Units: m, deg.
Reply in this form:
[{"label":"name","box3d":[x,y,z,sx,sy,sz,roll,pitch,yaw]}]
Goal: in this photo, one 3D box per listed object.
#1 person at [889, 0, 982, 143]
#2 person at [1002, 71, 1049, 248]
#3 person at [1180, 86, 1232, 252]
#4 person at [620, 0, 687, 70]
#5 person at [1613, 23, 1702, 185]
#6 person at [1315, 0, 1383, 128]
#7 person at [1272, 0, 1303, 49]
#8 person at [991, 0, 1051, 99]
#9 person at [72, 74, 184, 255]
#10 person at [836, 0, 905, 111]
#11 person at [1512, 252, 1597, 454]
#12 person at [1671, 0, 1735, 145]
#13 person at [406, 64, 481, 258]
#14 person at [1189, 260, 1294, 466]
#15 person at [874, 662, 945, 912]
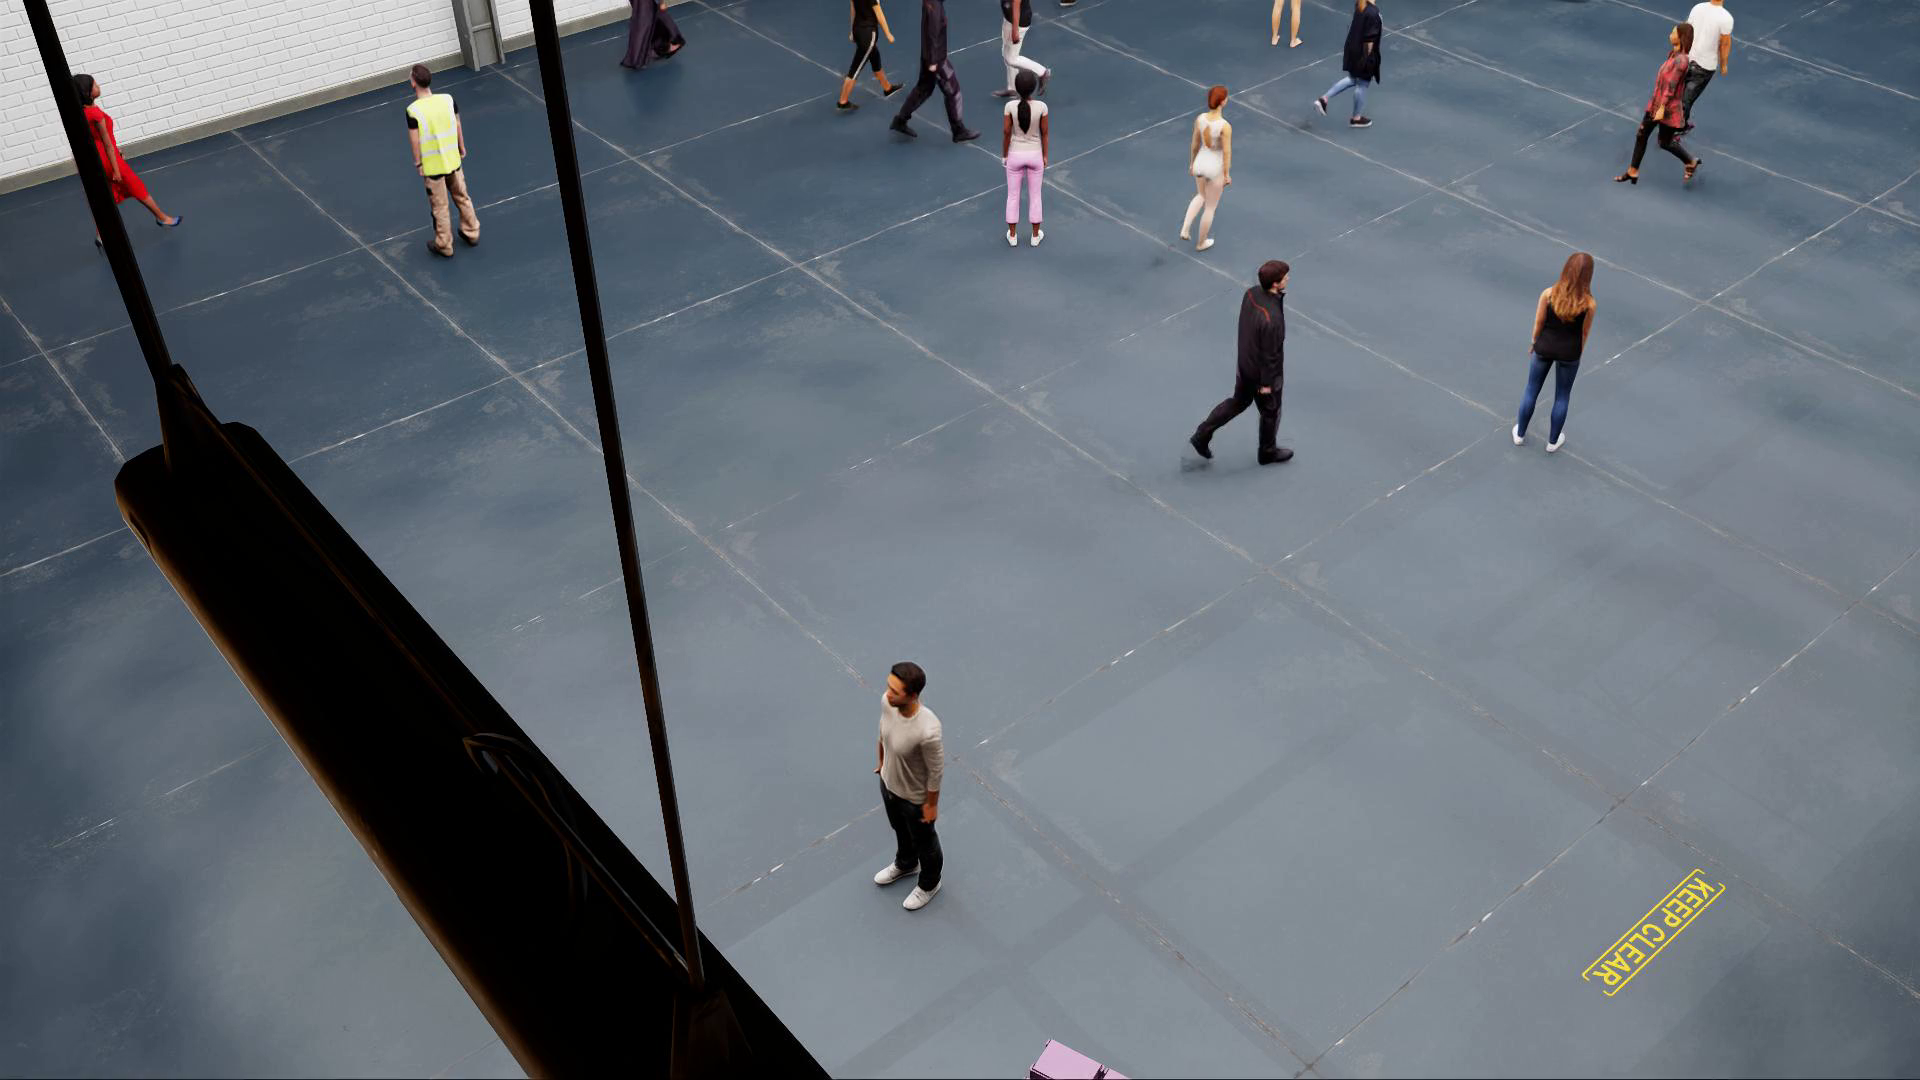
[{"label":"person","box3d":[-0.335,-5.044,17.410,1.299,1.875,1.034,-10,40,-12]},{"label":"person","box3d":[0.612,-3.605,15.715,0.648,1.743,0.720,1,39,1]},{"label":"person","box3d":[2.287,-3.444,15.600,0.607,1.635,0.559,-30,47,-32]},{"label":"person","box3d":[-3.695,-6.202,19.075,1.124,1.608,0.672,-24,44,-27]},{"label":"person","box3d":[7.148,-4.312,16.655,1.104,1.674,1.042,2,39,3]},{"label":"person","box3d":[4.196,-5.186,17.752,1.009,1.671,0.874,-6,39,-8]},{"label":"person","box3d":[3.903,-6.690,19.584,0.654,1.735,0.644,17,42,20]},{"label":"person","box3d":[0.680,-5.670,18.265,1.059,1.788,0.972,0,39,0]},{"label":"person","box3d":[-8.076,-3.493,15.608,0.716,1.700,1.122,28,46,30]},{"label":"person","box3d":[-1.107,-5.466,18.146,1.165,1.617,0.714,-20,43,-23]},{"label":"person","box3d":[4.684,-1.470,13.057,0.671,1.722,0.656,18,42,21]},{"label":"person","box3d":[7.649,-4.951,17.370,0.916,1.780,0.738,-19,42,-22]},{"label":"person","box3d":[-4.876,-3.558,15.575,0.781,1.843,0.663,30,47,32]},{"label":"person","box3d":[2.214,-1.327,12.802,1.197,1.819,0.982,-11,40,-13]},{"label":"person","box3d":[-0.273,1.372,9.428,0.519,1.811,0.661,-27,46,-29]}]
